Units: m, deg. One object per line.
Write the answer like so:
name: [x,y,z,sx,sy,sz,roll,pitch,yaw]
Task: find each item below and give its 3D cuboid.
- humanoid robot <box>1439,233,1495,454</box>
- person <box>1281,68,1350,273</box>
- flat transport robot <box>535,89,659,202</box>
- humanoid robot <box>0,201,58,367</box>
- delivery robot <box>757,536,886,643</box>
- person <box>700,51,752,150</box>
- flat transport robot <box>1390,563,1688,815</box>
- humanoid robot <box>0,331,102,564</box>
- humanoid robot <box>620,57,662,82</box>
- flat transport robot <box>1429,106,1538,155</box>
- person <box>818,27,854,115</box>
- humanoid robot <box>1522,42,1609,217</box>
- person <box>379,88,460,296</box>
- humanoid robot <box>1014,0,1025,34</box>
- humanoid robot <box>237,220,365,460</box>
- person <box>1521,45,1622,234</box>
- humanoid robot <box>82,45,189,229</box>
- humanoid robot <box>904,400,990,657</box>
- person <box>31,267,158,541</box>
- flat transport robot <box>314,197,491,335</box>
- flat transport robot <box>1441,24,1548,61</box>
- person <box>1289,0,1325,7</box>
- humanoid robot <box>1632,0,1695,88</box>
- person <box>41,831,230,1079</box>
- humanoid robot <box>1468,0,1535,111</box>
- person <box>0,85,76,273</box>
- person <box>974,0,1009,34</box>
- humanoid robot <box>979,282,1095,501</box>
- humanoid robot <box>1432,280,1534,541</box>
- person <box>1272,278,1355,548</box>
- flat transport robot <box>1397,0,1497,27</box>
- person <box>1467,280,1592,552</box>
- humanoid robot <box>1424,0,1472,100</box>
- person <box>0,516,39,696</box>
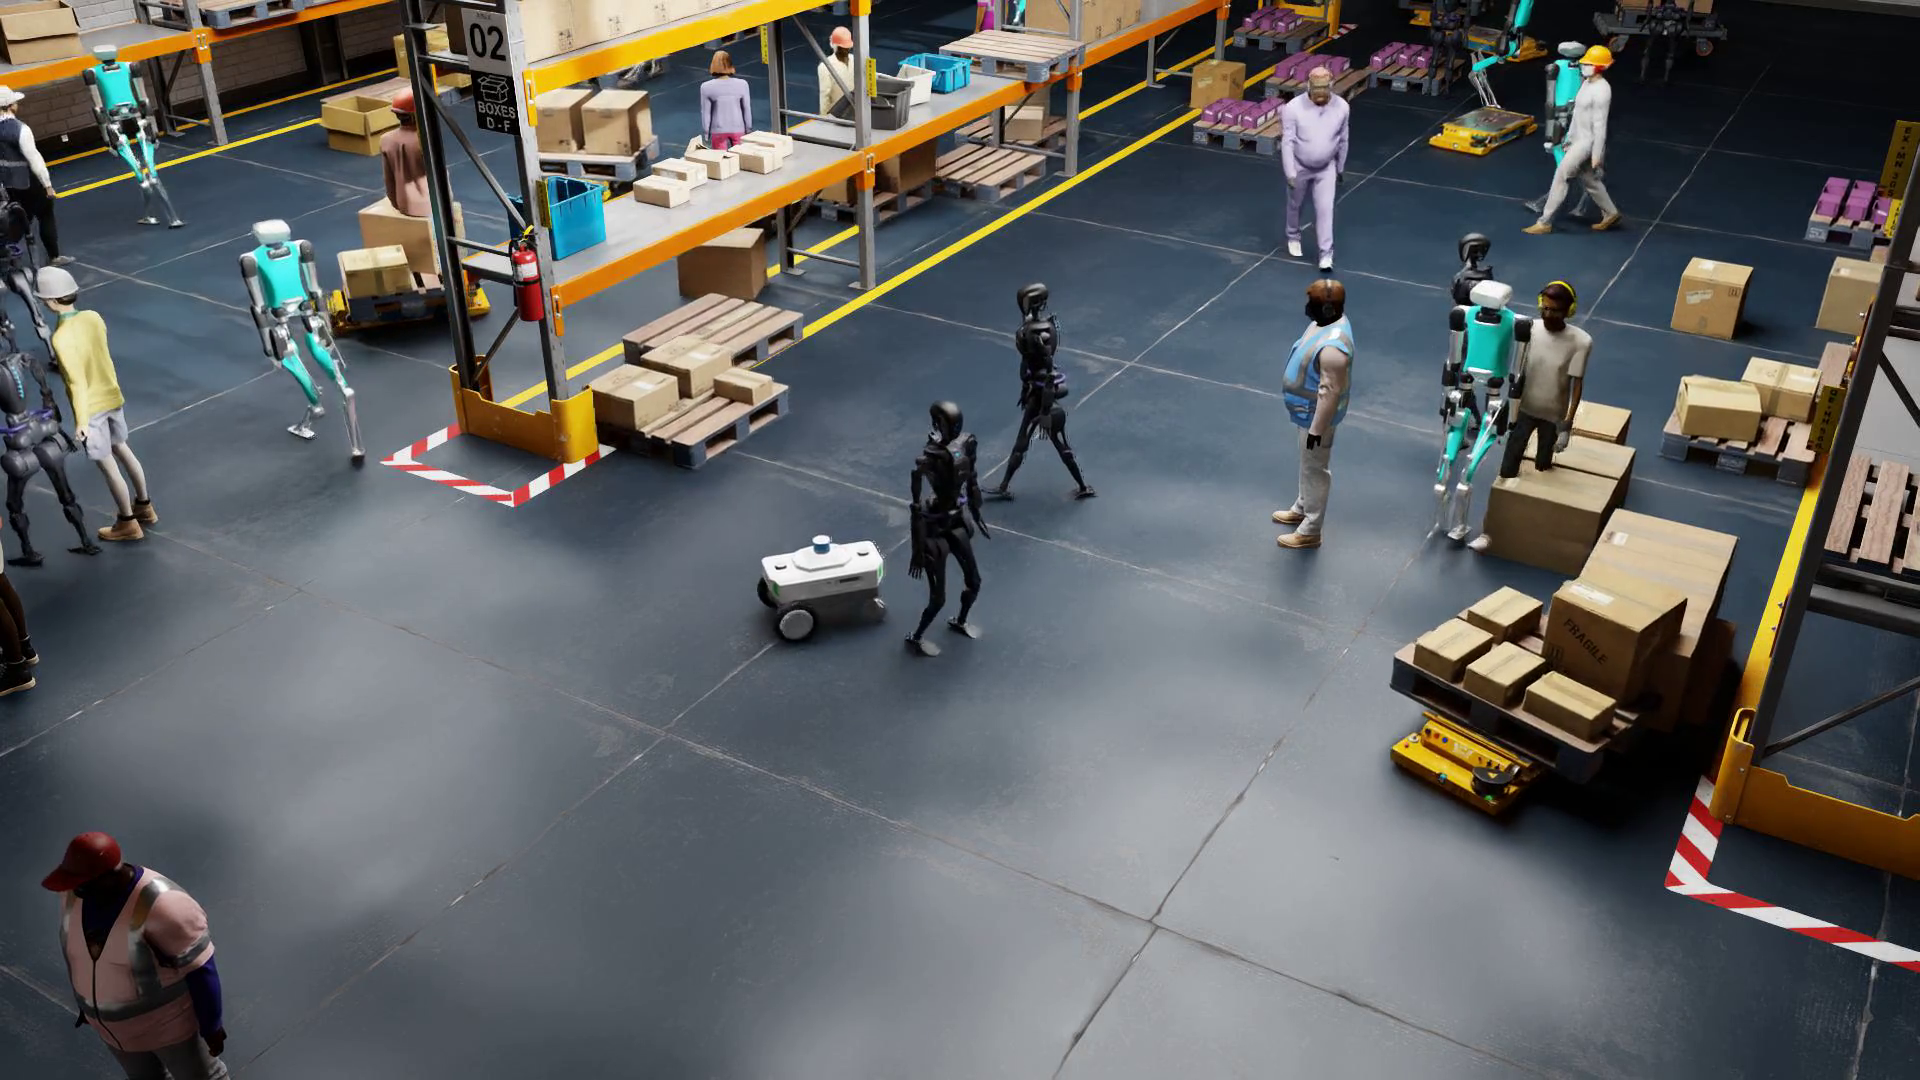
humanoid robot: [3.747,-1.429,12.046,0.464,1.648,0.609,6,30,10]
person: [3.280,-3.423,15.388,0.660,1.848,1.002,0,29,-1]
flat transport robot: [-3.942,-3.923,17.881,0.659,0.231,1.431,4,30,7]
humanoid robot: [-7.633,-2.135,13.316,0.740,1.627,0.589,25,38,37]
delivery robot: [-0.838,0.252,10.194,0.768,0.583,0.499,-9,31,-16]
person: [-2.356,-4.126,16.860,0.500,1.628,0.289,-4,30,-7]
flat transport robot: [3.074,1.006,9.161,1.431,0.231,0.659,-23,37,-35]
humanoid robot: [-5.963,-0.624,10.629,0.439,1.637,0.610,12,32,20]
humanoid robot: [-4.088,-6.736,21.370,0.548,1.699,1.031,16,33,26]
flat transport robot: [6.124,-4.778,19.395,0.659,0.231,1.431,24,37,36]
person: [-1.185,-4.458,17.323,0.391,1.743,0.589,22,36,34]
humanoid robot: [6.141,-3.997,16.521,0.543,1.738,0.963,-15,33,-24]
person: [-4.601,-2.869,14.264,0.609,1.995,0.381,9,31,15]
humanoid robot: [0.977,-7.401,22.535,0.555,1.738,1.033,6,30,11]
humanoid robot: [-4.667,-1.369,11.943,0.530,1.777,1.054,-24,37,-36]
person: [6.131,-3.886,16.213,0.955,1.861,0.574,3,30,5]
humanoid robot: [-8.105,-3.908,16.359,0.607,1.770,0.864,-16,33,-26]
humanoid robot: [-0.089,-0.074,9.679,0.321,1.656,0.617,25,38,37]
person: [-5.646,-0.882,10.859,0.401,1.887,0.485,2,30,4]
flat transport robot: [-4.912,-2.083,14.626,1.431,0.231,0.659,-11,31,-19]
flat transport robot: [7.410,-6.940,23.219,0.659,0.231,1.431,-20,35,-31]
person: [5.396,-8.974,25.352,0.731,1.707,0.555,-5,30,-9]
humanoid robot: [9.034,-6.633,21.241,0.609,1.638,0.383,11,31,19]
person: [-3.059,1.790,6.268,0.619,1.750,0.419,7,30,13]
humanoid robot: [6.422,-5.968,19.875,0.735,1.674,0.533,24,37,36]
person: [-8.636,-3.273,15.229,0.751,1.743,0.625,7,30,13]
person: [0.388,-6.393,20.648,0.511,1.845,0.332,-21,36,-32]
humanoid robot: [0.555,-0.979,11.300,0.823,1.617,0.588,-8,31,-14]
humanoid robot: [3.268,-0.703,10.770,0.563,1.857,0.745,19,34,30]
person: [2.295,-0.825,10.804,0.429,1.843,0.622,3,30,5]
flat transport robot: [7.304,-7.901,24.919,0.659,0.231,1.431,17,34,28]
person: [3.695,-0.758,10.694,0.510,1.833,0.843,19,35,30]
humanoid robot: [6.094,-6.388,20.794,0.315,1.659,0.599,-24,37,-36]
person: [-5.558,-0.039,9.289,0.368,1.965,0.605,-10,31,-16]
